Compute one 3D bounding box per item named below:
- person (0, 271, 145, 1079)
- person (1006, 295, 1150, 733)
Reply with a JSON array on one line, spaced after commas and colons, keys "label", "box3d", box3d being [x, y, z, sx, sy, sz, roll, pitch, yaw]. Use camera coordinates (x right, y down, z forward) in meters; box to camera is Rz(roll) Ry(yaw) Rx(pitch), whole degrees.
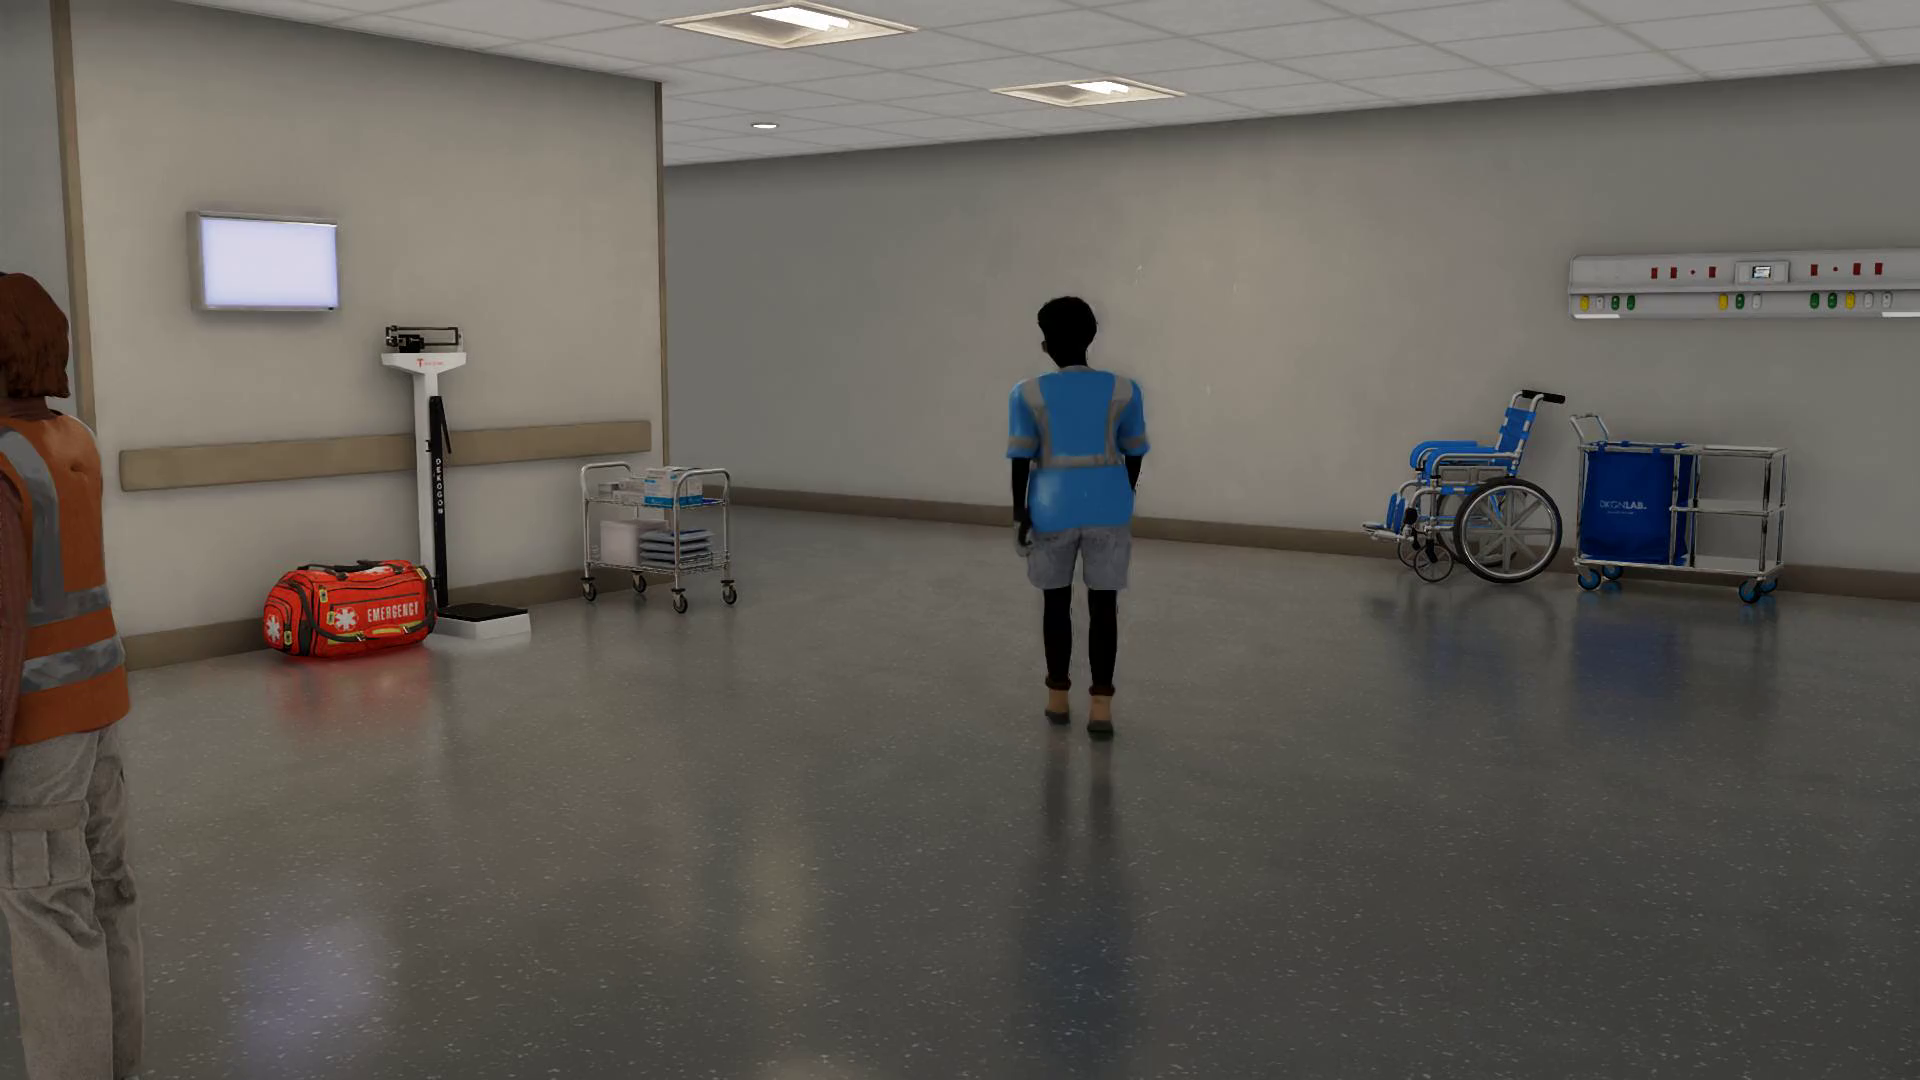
[{"label": "person", "box3d": [-1.666, 0.342, 2.992, 0.313, 1.642, 0.513, -1, 7, -10]}, {"label": "person", "box3d": [0.450, -0.092, 6.360, 0.556, 1.664, 0.537, 0, 7, 1]}]
